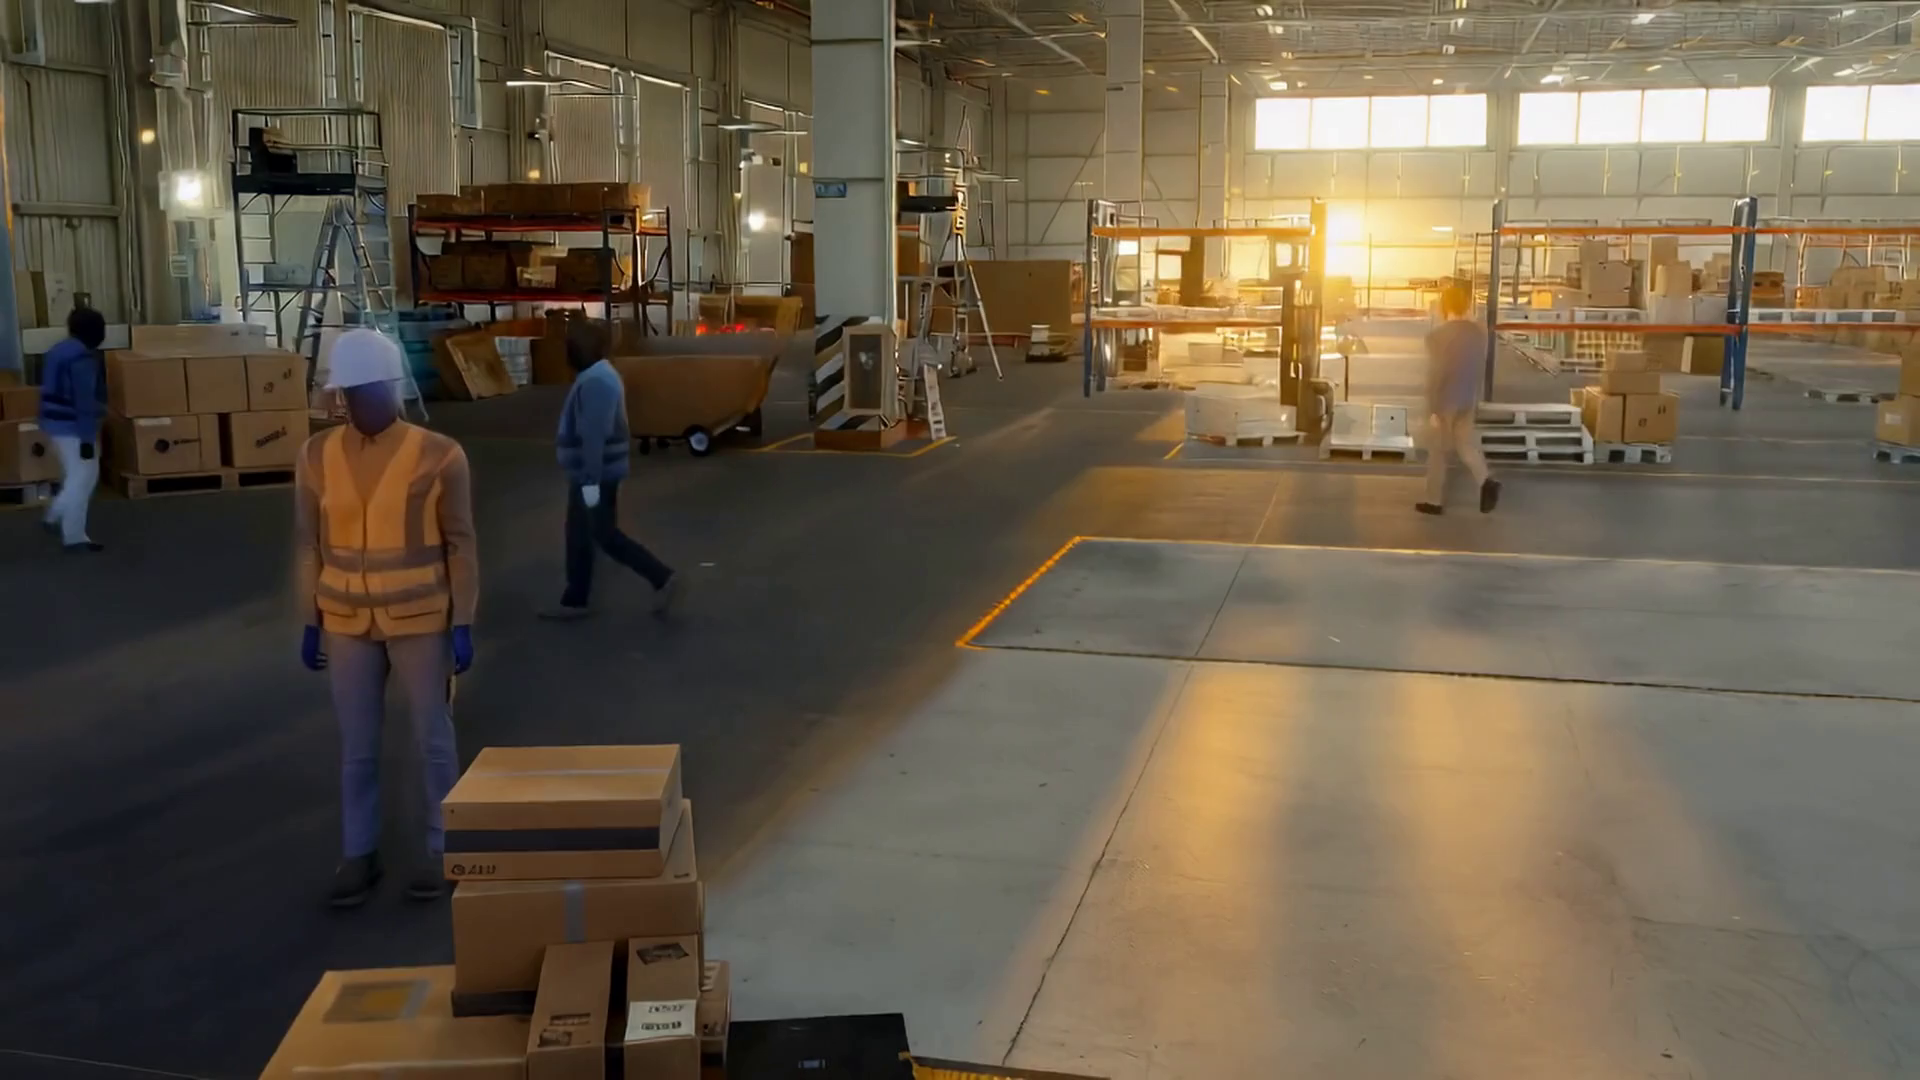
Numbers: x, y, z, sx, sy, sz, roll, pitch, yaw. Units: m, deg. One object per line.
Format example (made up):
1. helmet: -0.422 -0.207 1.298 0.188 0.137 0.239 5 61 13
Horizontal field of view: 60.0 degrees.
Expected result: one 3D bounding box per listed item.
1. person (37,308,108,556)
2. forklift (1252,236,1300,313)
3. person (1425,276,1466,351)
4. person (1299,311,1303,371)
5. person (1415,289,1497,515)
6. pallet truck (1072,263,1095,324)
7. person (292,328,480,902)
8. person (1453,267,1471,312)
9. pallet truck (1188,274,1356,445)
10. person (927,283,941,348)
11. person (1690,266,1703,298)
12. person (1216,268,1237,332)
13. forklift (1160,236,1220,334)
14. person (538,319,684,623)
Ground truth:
1. person: -6.443 -0.783 12.163 0.466 1.814 0.644 -9 13 -43
2. forklift: 9.588 -7.637 49.368 1.129 2.768 1.873 -4 10 -23
3. person: 7.505 -3.123 25.706 0.598 1.899 0.885 5 11 25
4. person: 6.733 -4.102 31.918 0.484 1.739 0.319 -8 13 -40
5. person: 4.162 -1.130 13.888 0.637 1.922 0.749 -4 10 -21
6. pallet truck: 4.325 -8.180 55.162 0.823 1.965 1.885 6 11 31
7. person: -1.932 0.263 5.594 0.615 1.945 0.406 0 10 3
8. person: 12.690 -5.977 42.370 0.364 1.938 0.633 -9 13 -42
9. pallet truck: 3.653 -2.138 19.590 1.885 1.965 0.823 -4 10 -20
10. person: -0.559 -5.603 40.202 0.575 1.921 0.447 4 10 23
11. person: 22.837 -7.566 51.755 0.503 1.925 0.545 -1 10 -6
12. person: 7.347 -6.573 46.046 0.625 1.878 0.913 5 11 25
13. forklift: 6.655 -7.180 46.680 1.873 2.768 1.129 2 10 14
14. person: -2.099 -0.399 9.875 0.794 1.821 0.631 -2 10 -12
